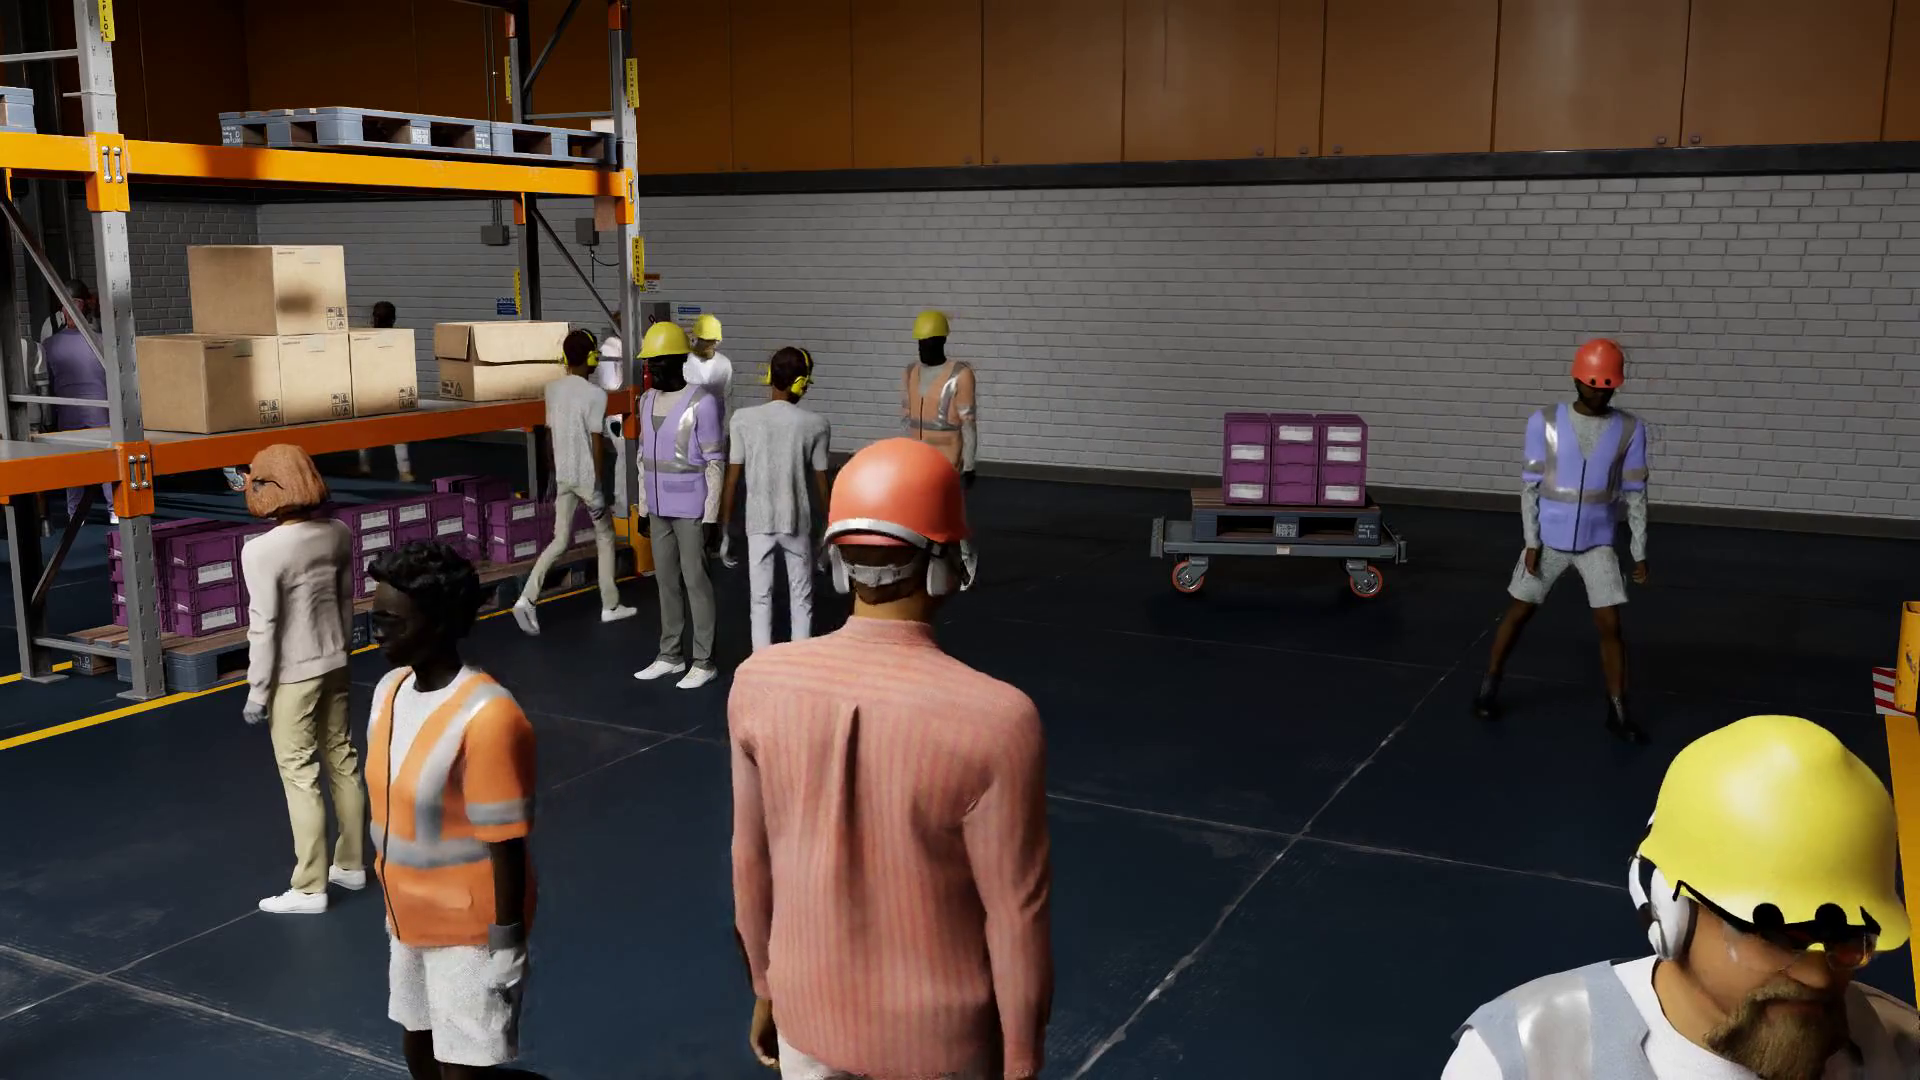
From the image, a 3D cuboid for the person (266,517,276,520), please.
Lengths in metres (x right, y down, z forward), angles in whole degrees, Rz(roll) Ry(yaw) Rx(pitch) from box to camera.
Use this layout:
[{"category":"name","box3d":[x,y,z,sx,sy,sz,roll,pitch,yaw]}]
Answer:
[{"category":"person","box3d":[-5.856,-1.121,14.317,0.359,1.884,0.573,5,11,28]}]

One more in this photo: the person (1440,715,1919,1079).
[{"category":"person","box3d":[0.784,1.072,1.774,0.586,1.832,0.403,0,10,-2]}]

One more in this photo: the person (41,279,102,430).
[{"category":"person","box3d":[-8.870,-1.627,16.797,0.698,2.000,0.536,4,10,20]}]

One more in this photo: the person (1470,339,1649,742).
[{"category":"person","box3d":[2.905,-0.007,7.901,0.770,1.888,0.558,2,10,13]}]

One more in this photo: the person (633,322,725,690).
[{"category":"person","box3d":[-1.495,-0.178,8.732,0.595,1.925,0.373,8,13,38]}]

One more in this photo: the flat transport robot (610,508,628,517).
[{"category":"flat transport robot","box3d":[-2.765,-0.127,13.228,1.431,0.197,0.652,-1,10,-4]}]

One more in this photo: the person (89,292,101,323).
[{"category":"person","box3d":[-9.199,-1.691,17.674,0.482,1.861,0.654,-5,11,-27]}]

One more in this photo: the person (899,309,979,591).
[{"category":"person","box3d":[-0.153,-0.561,10.983,0.598,1.911,0.455,9,14,43]}]

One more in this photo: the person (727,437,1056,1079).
[{"category":"person","box3d":[-0.147,0.832,2.832,0.631,1.986,0.728,4,11,23]}]

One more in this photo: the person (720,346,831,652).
[{"category":"person","box3d":[-0.886,-0.012,8.102,0.566,1.849,0.504,-1,10,-4]}]

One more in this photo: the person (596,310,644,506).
[{"category":"person","box3d":[-2.873,-1.088,14.350,0.575,1.810,0.660,4,11,23]}]

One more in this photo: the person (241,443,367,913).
[{"category":"person","box3d":[-2.283,0.479,5.776,0.286,1.635,0.497,3,10,18]}]

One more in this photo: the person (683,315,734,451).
[{"category":"person","box3d":[-2.065,-0.889,13.285,0.640,1.776,0.847,-7,12,-34]}]

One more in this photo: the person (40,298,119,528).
[{"category":"person","box3d":[-7.267,-1.053,13.845,0.642,1.913,0.410,-4,10,-20]}]

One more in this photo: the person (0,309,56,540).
[{"category":"person","box3d":[-7.559,-0.967,13.279,0.549,1.933,0.374,-7,12,-35]}]

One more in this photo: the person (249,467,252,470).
[{"category":"person","box3d":[-7.205,-1.564,17.126,0.805,1.797,0.646,8,12,37]}]

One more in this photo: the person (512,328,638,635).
[{"category":"person","box3d":[-2.362,-0.353,10.037,0.528,1.839,0.904,6,11,29]}]

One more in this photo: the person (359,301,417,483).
[{"category":"person","box3d":[-5.765,-1.485,16.624,0.728,1.818,0.624,9,13,43]}]

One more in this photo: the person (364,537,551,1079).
[{"category":"person","box3d":[-1.058,0.817,3.680,0.499,1.687,0.537,-10,14,-44]}]
